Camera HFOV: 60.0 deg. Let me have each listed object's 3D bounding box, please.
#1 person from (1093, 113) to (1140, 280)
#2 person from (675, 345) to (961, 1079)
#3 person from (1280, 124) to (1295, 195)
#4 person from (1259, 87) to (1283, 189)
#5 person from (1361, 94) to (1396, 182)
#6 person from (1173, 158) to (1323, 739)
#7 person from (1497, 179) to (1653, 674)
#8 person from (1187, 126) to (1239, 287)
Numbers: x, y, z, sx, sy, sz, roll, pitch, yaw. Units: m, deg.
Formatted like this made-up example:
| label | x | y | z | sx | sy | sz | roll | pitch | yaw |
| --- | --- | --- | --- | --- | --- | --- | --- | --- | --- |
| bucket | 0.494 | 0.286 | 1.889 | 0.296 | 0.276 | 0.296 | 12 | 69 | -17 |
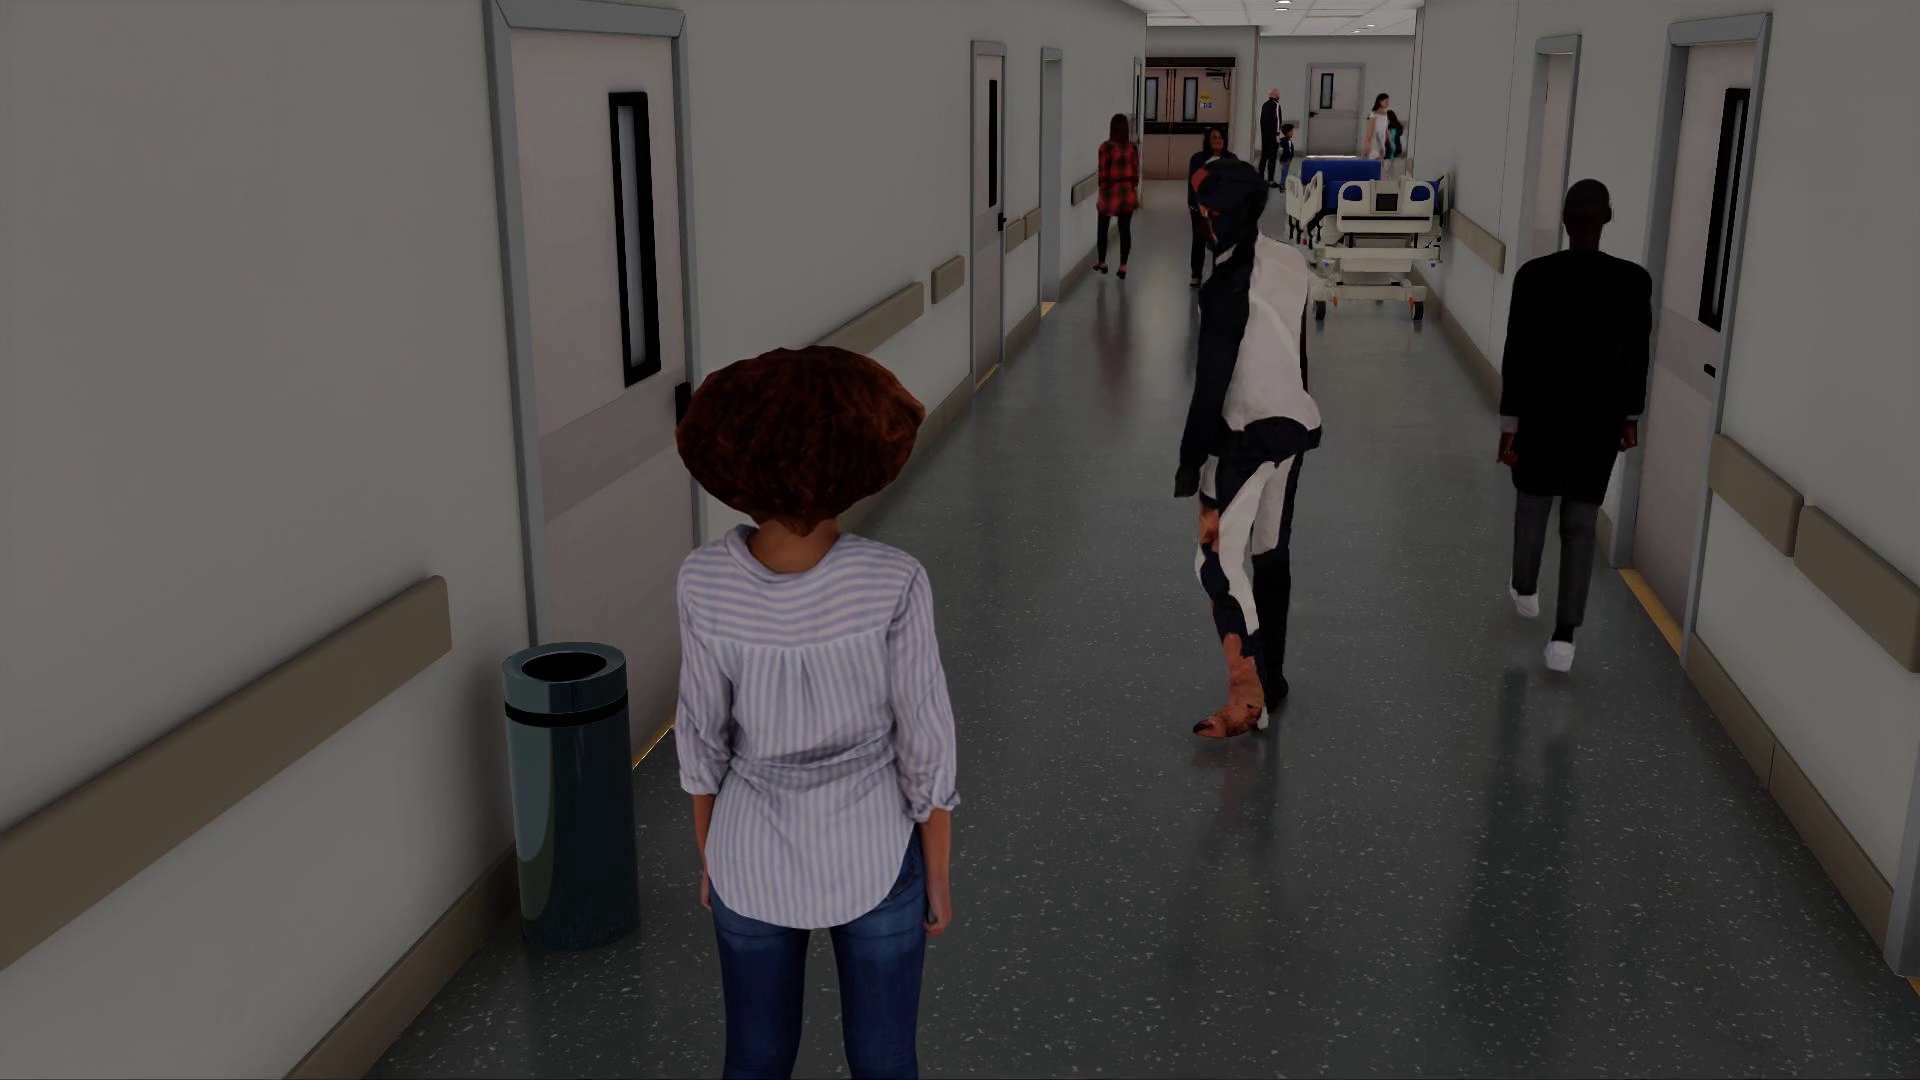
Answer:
| label | x | y | z | sx | sy | sz | roll | pitch | yaw |
| --- | --- | --- | --- | --- | --- | --- | --- | --- | --- |
| person | 1.664 | -3.558 | 17.317 | 0.905 | 1.682 | 0.882 | -4 | 16 | -13 |
| person | -0.247 | 0.519 | 2.805 | 0.509 | 1.710 | 0.684 | 3 | 16 | 10 |
| person | 5.839 | -6.838 | 29.799 | 0.509 | 1.222 | 0.531 | 1 | 16 | 2 |
| person | 5.819 | -7.554 | 31.208 | 0.773 | 1.836 | 0.761 | -7 | 17 | -23 |
| person | 6.771 | -6.429 | 27.419 | 1.047 | 1.726 | 1.220 | -14 | 21 | -41 |
| person | 1.008 | -0.311 | 5.469 | 0.916 | 1.862 | 0.867 | -11 | 19 | -33 |
| person | 2.176 | -0.365 | 5.939 | 1.097 | 1.712 | 0.775 | 4 | 16 | 13 |
| person | 2.547 | -3.360 | 16.779 | 0.600 | 1.592 | 0.729 | 2 | 16 | 6 |
